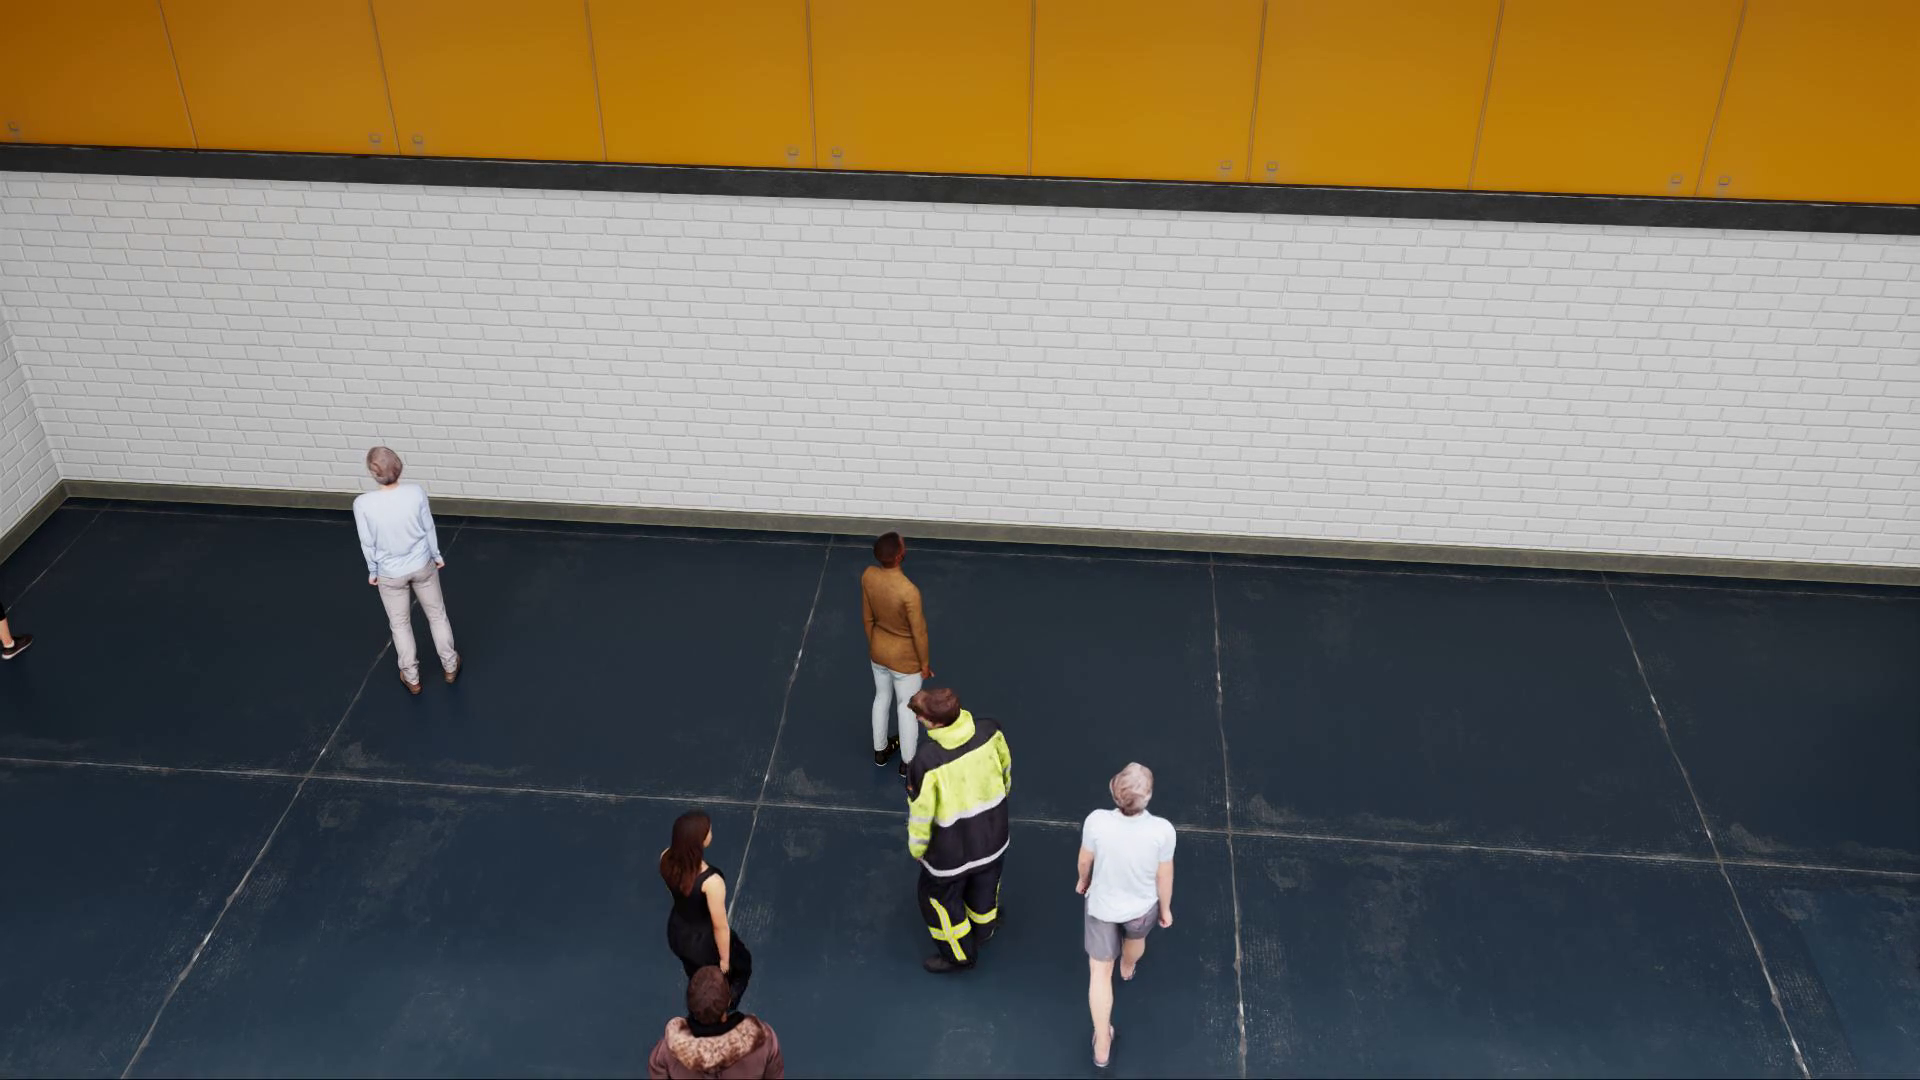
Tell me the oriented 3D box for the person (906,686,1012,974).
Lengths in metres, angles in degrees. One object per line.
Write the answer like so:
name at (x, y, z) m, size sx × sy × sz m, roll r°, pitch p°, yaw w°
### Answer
person at (0.037, 1.559, 9.120) m, size 0.971 × 1.952 × 0.958 m, roll -10°, pitch 35°, yaw -14°

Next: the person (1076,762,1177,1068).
person at (0.823, 1.972, 8.652) m, size 0.711 × 1.783 × 1.144 m, roll 4°, pitch 34°, yaw 7°

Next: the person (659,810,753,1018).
person at (-1.377, 2.098, 8.555) m, size 0.688 × 1.679 × 0.716 m, roll 19°, pitch 38°, yaw 26°

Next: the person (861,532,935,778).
person at (-0.408, 0.716, 10.511) m, size 0.716 × 1.816 × 0.723 m, roll 22°, pitch 39°, yaw 29°

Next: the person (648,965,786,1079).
person at (-1.070, 2.634, 7.597) m, size 0.827 × 1.848 × 0.780 m, roll -6°, pitch 34°, yaw -9°

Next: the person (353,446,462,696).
person at (-3.739, 0.193, 11.227) m, size 0.753 × 1.894 × 0.757 m, roll -15°, pitch 36°, yaw -21°
